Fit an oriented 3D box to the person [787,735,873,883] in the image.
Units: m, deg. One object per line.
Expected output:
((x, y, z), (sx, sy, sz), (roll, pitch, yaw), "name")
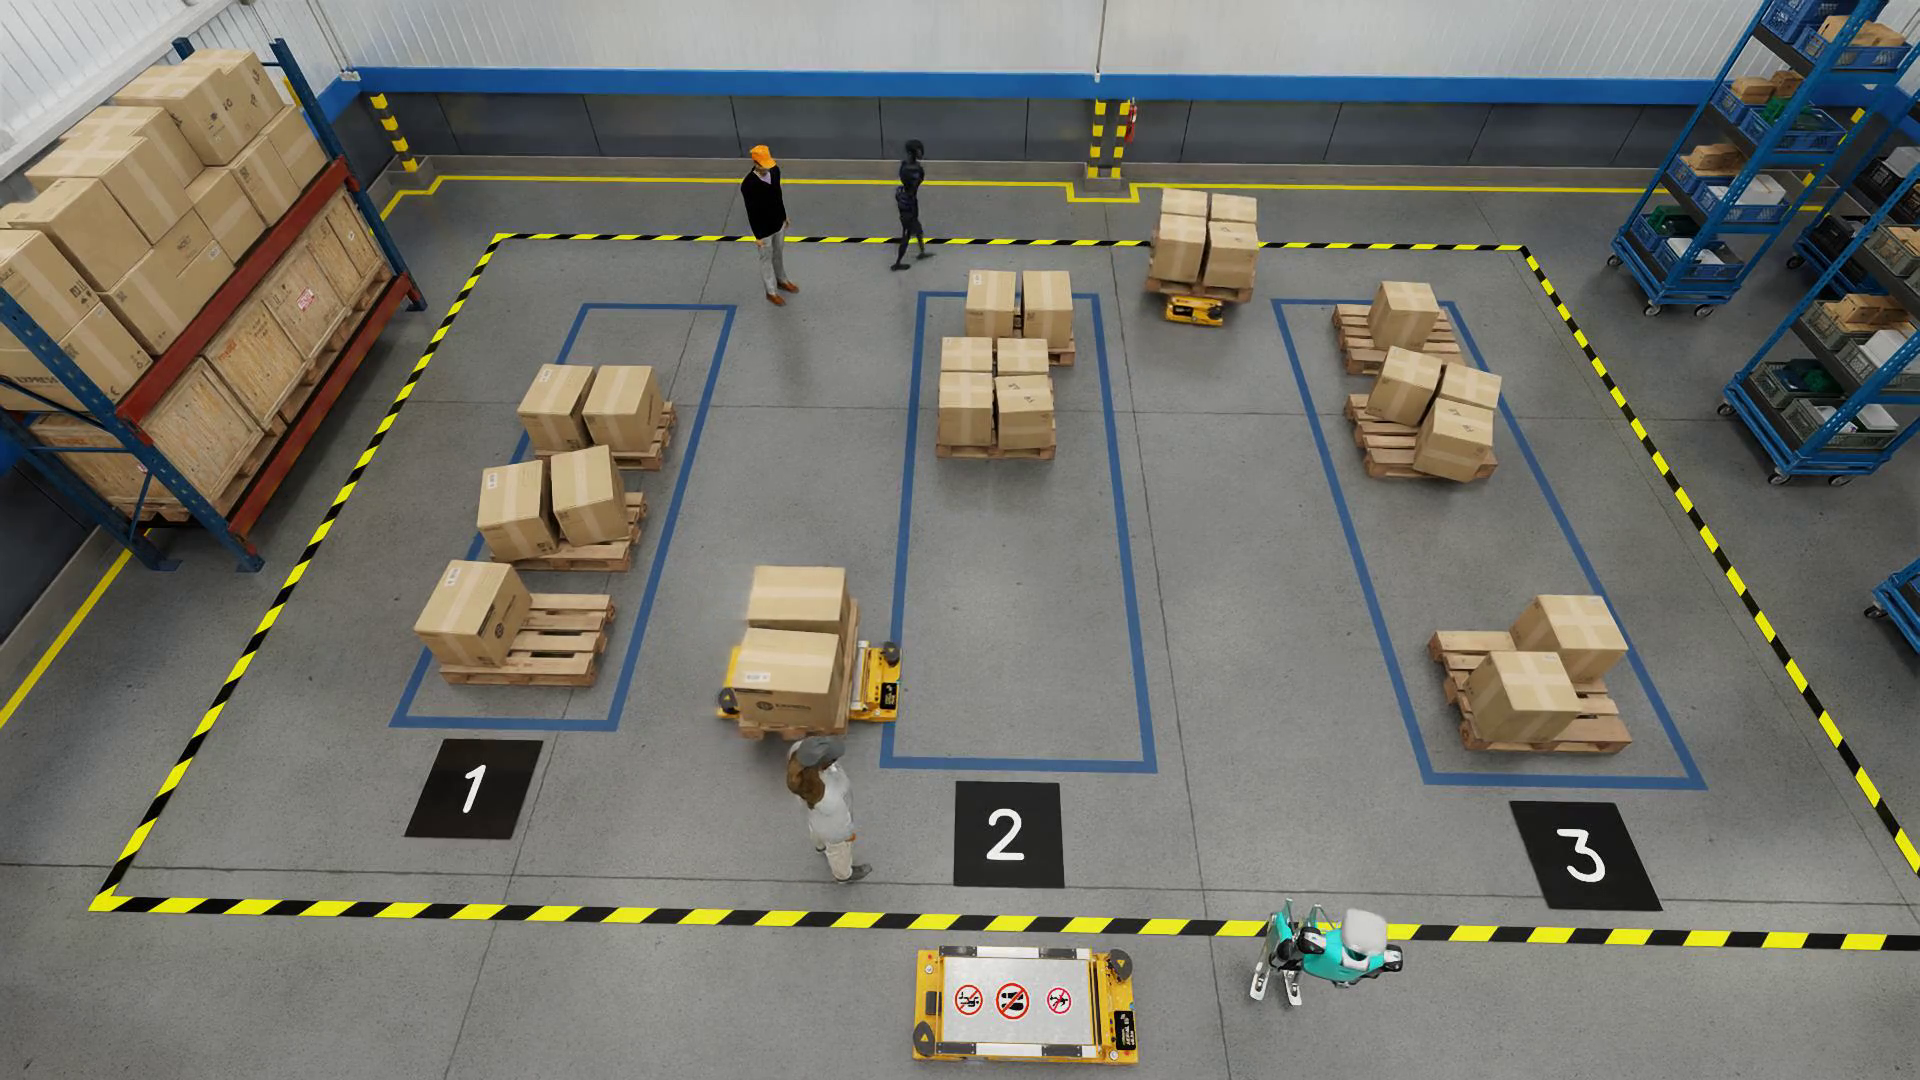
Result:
((-0.880, 1.773, 6.070), (0.398, 1.769, 0.569), (-28, 56, -21), "person")

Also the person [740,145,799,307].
((-2.137, -3.551, 10.344), (0.391, 1.877, 0.585), (24, 55, 19), "person")

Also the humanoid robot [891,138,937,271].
((-0.553, -3.929, 10.789), (0.615, 1.633, 0.609), (-9, 51, -7), "humanoid robot")

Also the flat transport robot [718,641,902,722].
((-1.215, 1.145, 7.534), (1.431, 0.197, 0.652), (1, 51, 1), "flat transport robot")

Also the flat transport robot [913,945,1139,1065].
((0.422, 3.041, 6.007), (1.431, 0.231, 0.659), (1, 51, 1), "flat transport robot")

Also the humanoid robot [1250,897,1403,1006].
((2.140, 2.376, 5.518), (0.533, 1.672, 0.735), (9, 51, 8), "humanoid robot")

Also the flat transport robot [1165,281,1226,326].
((2.843, -3.120, 11.012), (0.652, 0.197, 1.431), (8, 51, 7), "flat transport robot")
